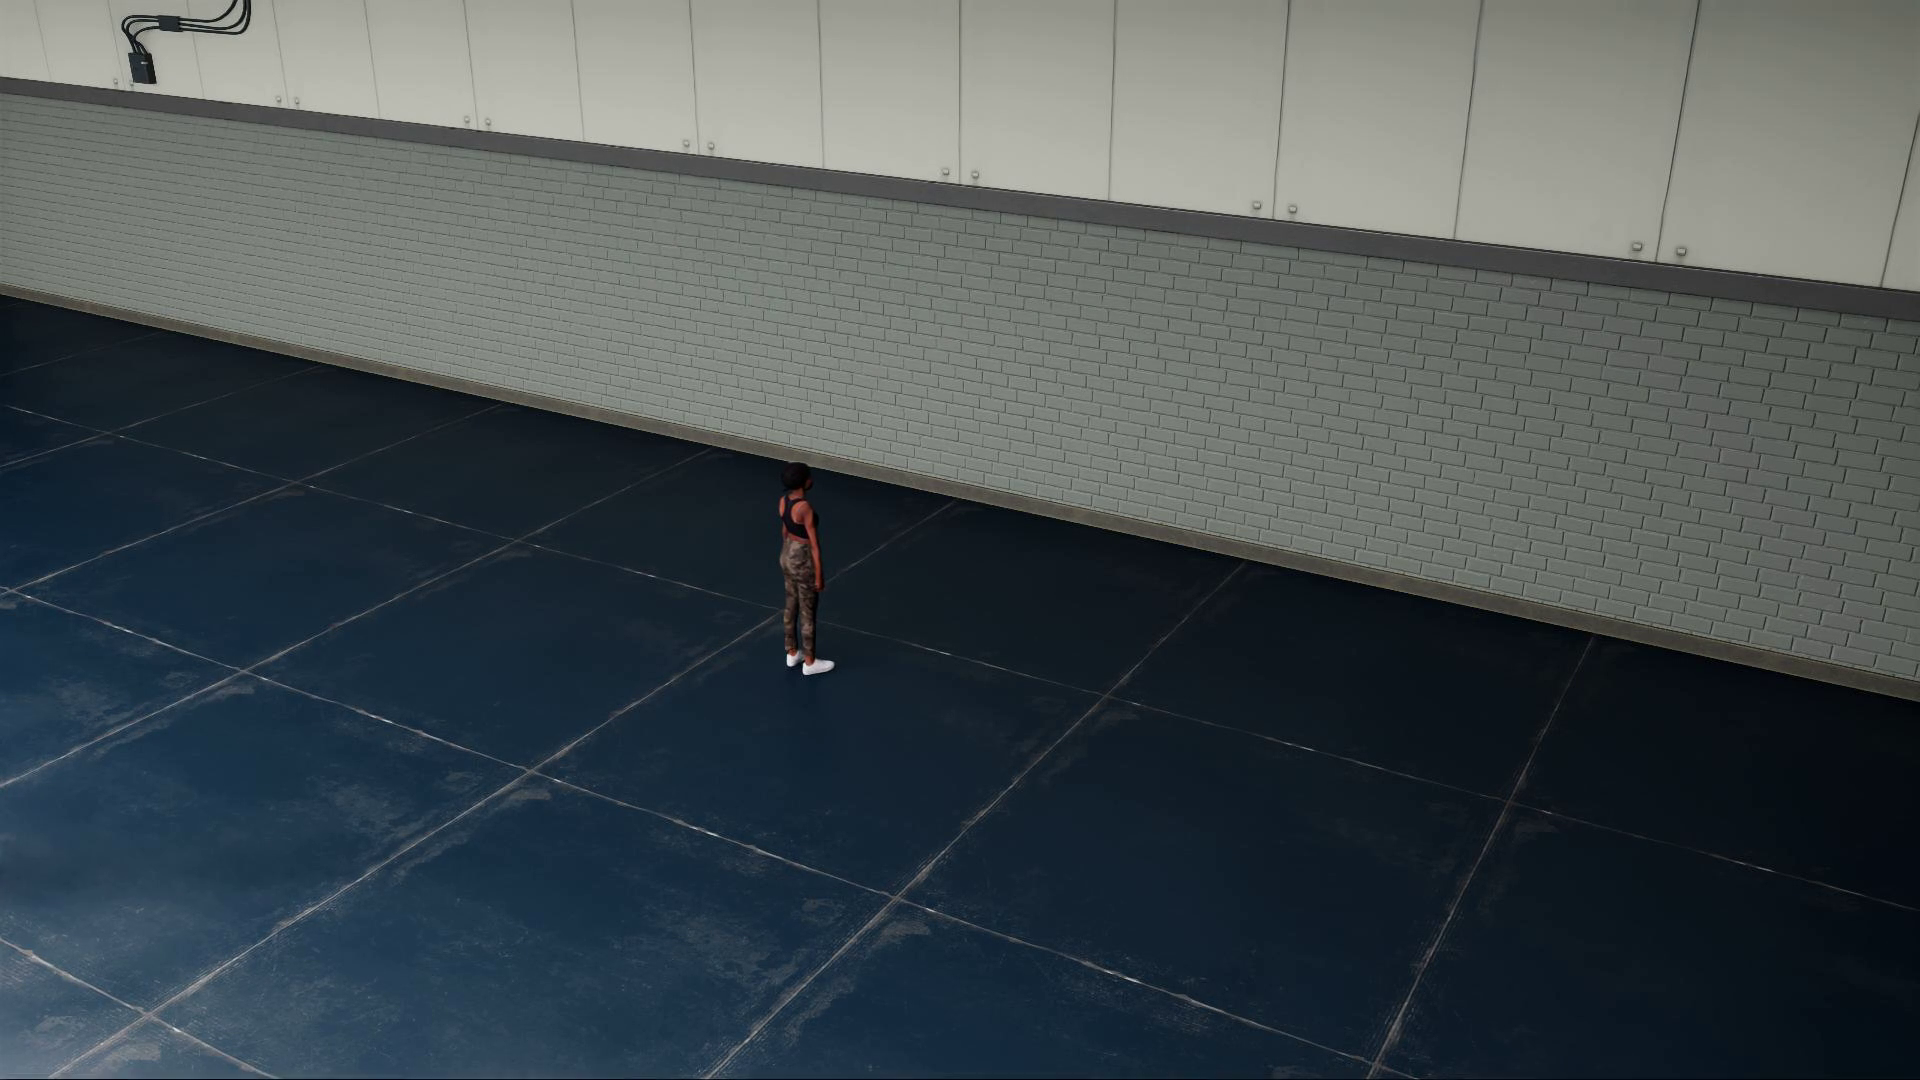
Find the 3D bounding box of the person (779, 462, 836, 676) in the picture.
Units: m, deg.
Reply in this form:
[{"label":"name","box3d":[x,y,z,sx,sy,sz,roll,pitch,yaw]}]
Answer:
[{"label":"person","box3d":[-1.220,0.203,12.709,0.644,1.700,0.646,-17,29,-35]}]
